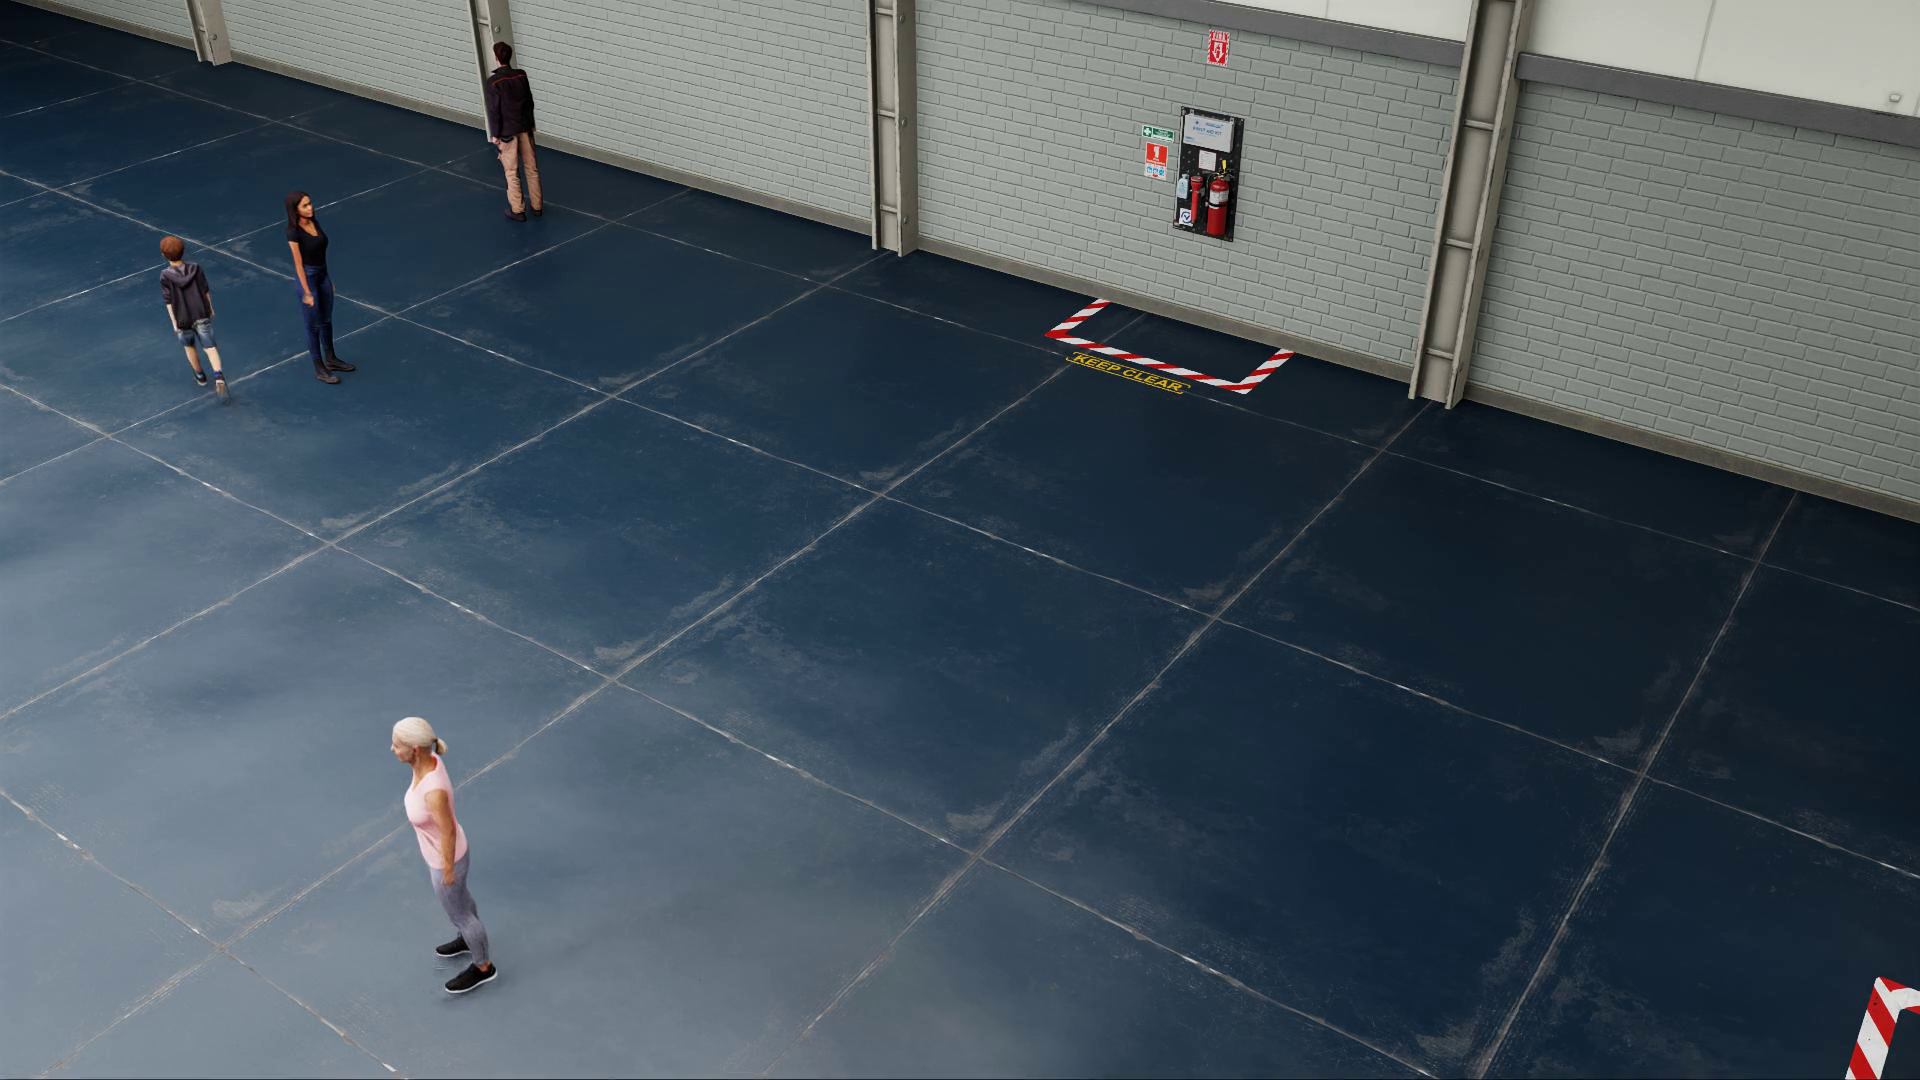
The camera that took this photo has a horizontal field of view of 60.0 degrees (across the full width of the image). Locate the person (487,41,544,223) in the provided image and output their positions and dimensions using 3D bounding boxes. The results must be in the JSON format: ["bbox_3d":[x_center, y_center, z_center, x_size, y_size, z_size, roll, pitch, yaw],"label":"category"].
[{"bbox_3d":[-4.812,-4.404,17.933,0.744,1.925,0.662,-28,41,-36],"label":"person"}]

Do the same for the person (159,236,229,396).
[{"bbox_3d":[-6.672,-1.924,14.471,0.723,1.425,0.989,-21,38,-29],"label":"person"}]

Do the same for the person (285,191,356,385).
[{"bbox_3d":[-5.718,-2.259,14.708,0.637,1.739,0.638,8,33,13],"label":"person"}]

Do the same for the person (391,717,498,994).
[{"bbox_3d":[-2.661,1.603,8.600,0.693,1.725,0.594,-13,34,-19],"label":"person"}]
